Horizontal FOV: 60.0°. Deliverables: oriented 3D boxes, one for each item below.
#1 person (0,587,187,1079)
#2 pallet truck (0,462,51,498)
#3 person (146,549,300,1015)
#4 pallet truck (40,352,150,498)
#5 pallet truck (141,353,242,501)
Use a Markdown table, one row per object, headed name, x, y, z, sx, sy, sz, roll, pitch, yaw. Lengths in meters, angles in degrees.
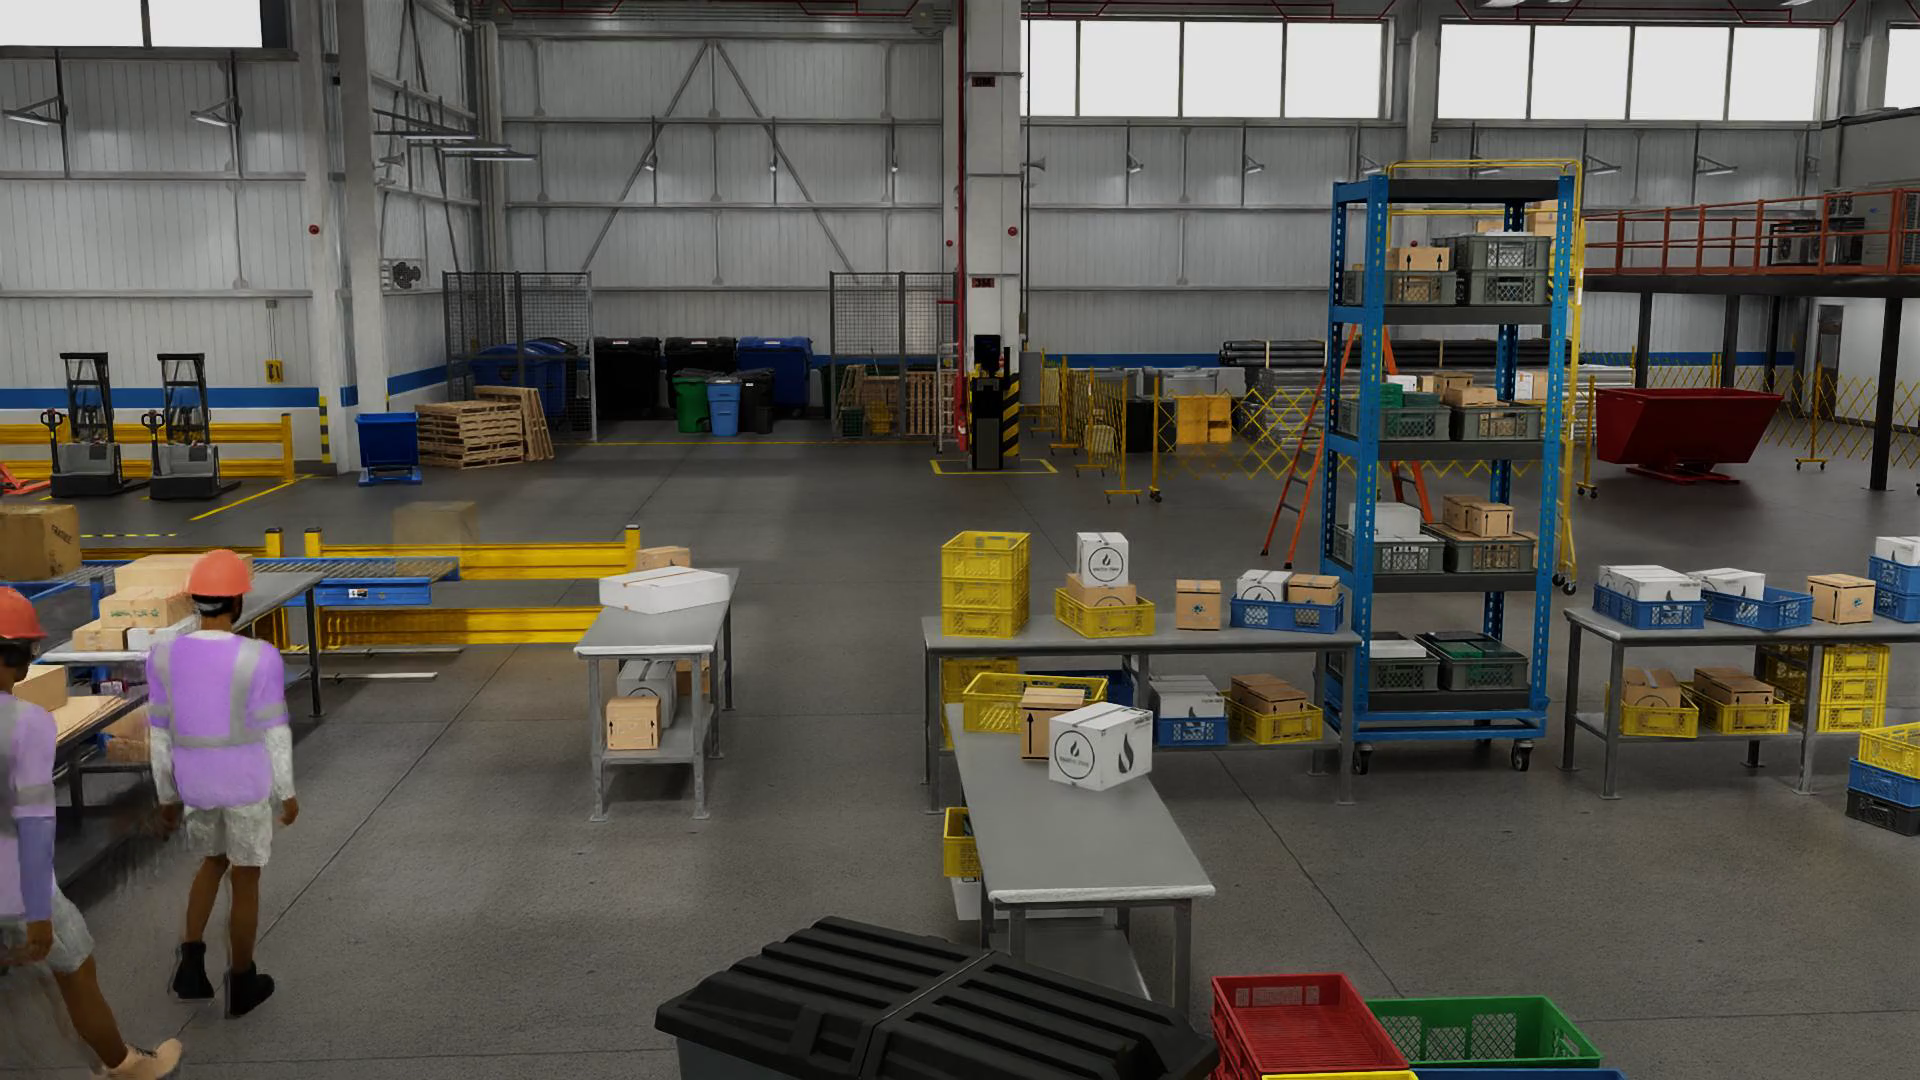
| name | x | y | z | sx | sy | sz | roll | pitch | yaw |
| --- | --- | --- | --- | --- | --- | --- | --- | --- | --- |
| person | -3.271 | 1.150 | 5.720 | 0.634 | 1.975 | 1.062 | 3 | 10 | 20 |
| pallet truck | -13.193 | -1.293 | 23.148 | 0.653 | 1.274 | 1.630 | -1 | 9 | -4 |
| person | -3.002 | 0.996 | 6.827 | 0.547 | 1.924 | 0.413 | 1 | 9 | 5 |
| pallet truck | -11.907 | -1.642 | 23.165 | 0.823 | 1.965 | 1.885 | 0 | 9 | 0 |
| pallet truck | -10.520 | -1.604 | 22.925 | 0.823 | 1.965 | 1.885 | -1 | 9 | -6 |
